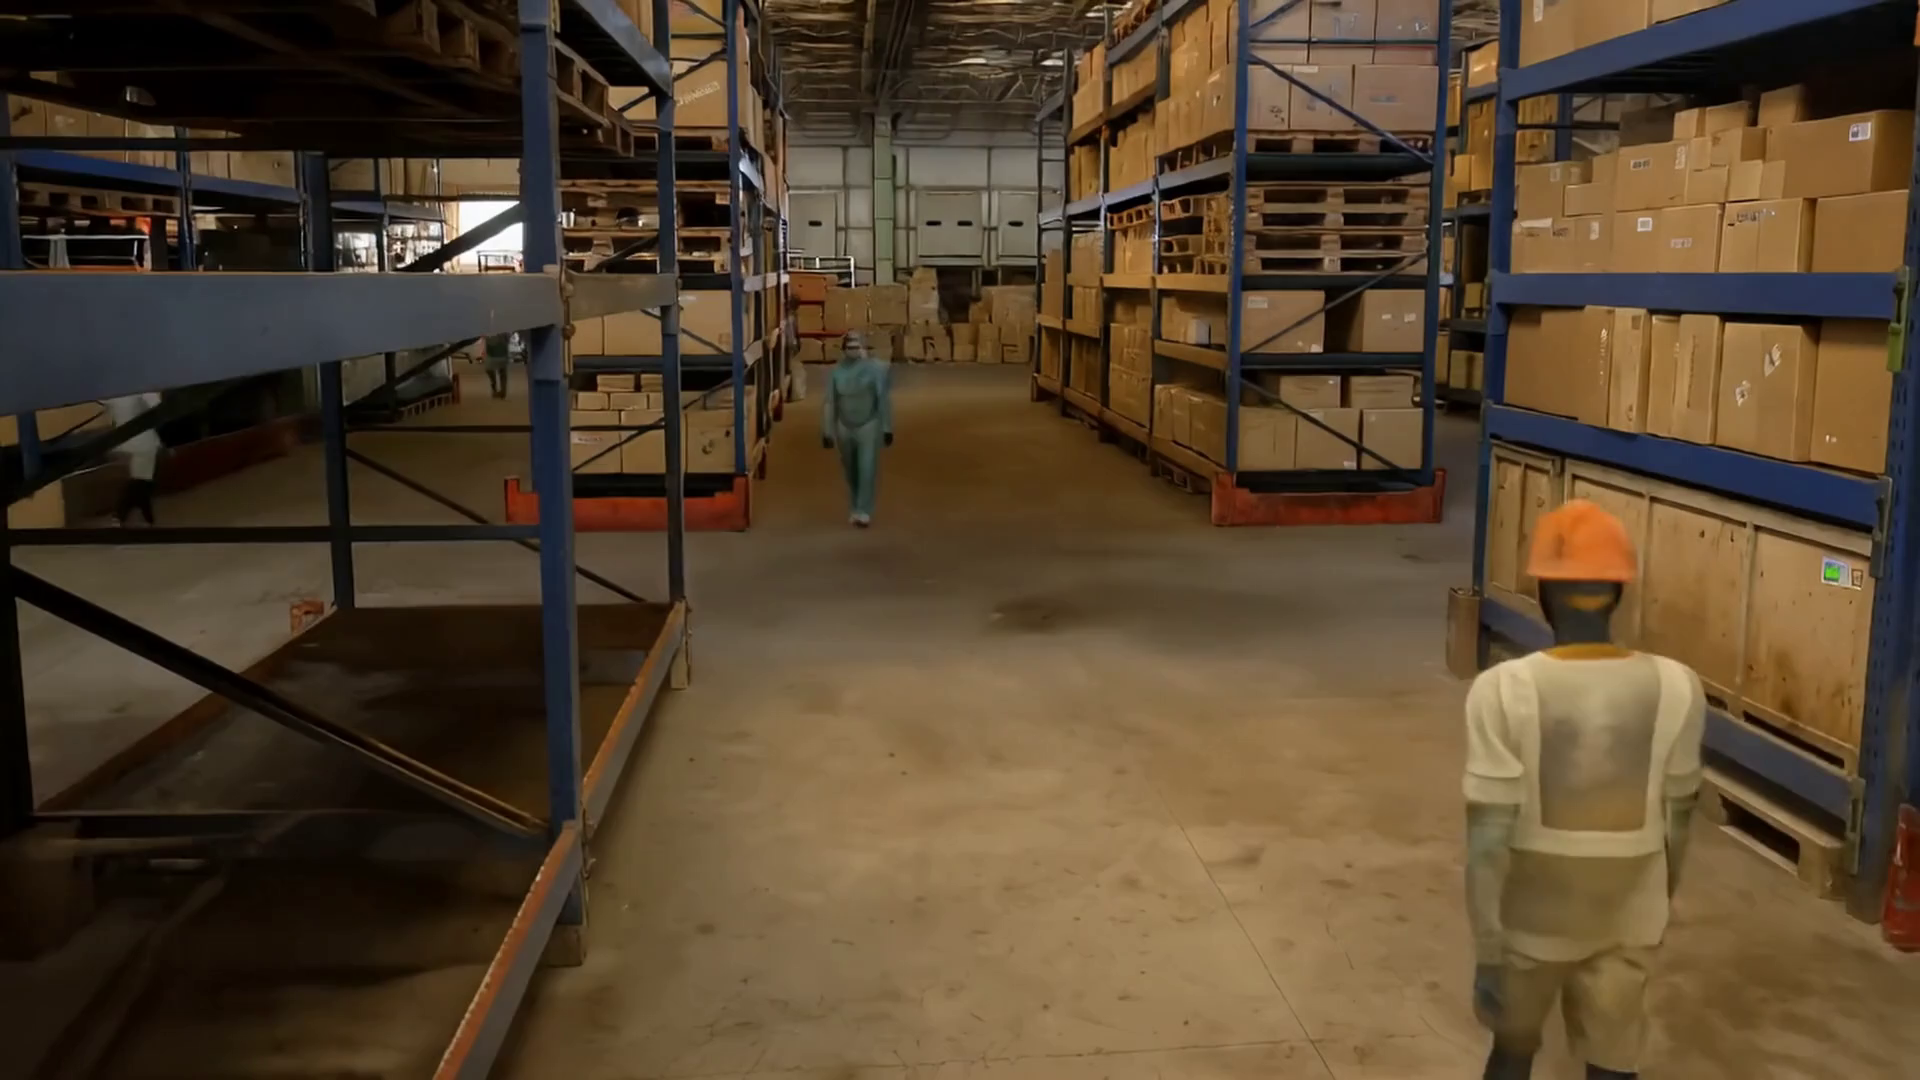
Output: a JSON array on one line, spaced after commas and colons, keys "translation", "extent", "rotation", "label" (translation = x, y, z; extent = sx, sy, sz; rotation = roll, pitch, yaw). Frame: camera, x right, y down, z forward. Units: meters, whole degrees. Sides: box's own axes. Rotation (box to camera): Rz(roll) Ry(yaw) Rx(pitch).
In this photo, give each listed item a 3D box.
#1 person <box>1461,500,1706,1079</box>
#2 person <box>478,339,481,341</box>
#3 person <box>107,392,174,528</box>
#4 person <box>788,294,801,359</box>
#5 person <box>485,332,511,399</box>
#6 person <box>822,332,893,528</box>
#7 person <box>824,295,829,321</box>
[{"translation": [1.427, 0.850, 3.904], "extent": [0.549, 1.883, 1.006], "rotation": [1, 9, 7], "label": "person"}, {"translation": [-17.480, -8.106, 60.722], "extent": [0.536, 1.699, 0.321], "rotation": [1, 9, 7], "label": "person"}, {"translation": [-7.502, -0.818, 15.054], "extent": [0.526, 1.669, 0.803], "rotation": [3, 10, 18], "label": "person"}, {"translation": [-4.033, -4.934, 40.007], "extent": [0.469, 1.950, 0.642], "rotation": [-2, 9, -11], "label": "person"}, {"translation": [-8.996, -3.578, 32.340], "extent": [0.554, 1.672, 0.601], "rotation": [-6, 11, -35], "label": "person"}, {"translation": [-1.014, -1.050, 15.920], "extent": [0.657, 1.856, 0.955], "rotation": [2, 9, 12], "label": "person"}, {"translation": [-3.940, -6.535, 50.412], "extent": [0.332, 1.841, 0.508], "rotation": [2, 9, 14], "label": "person"}]
